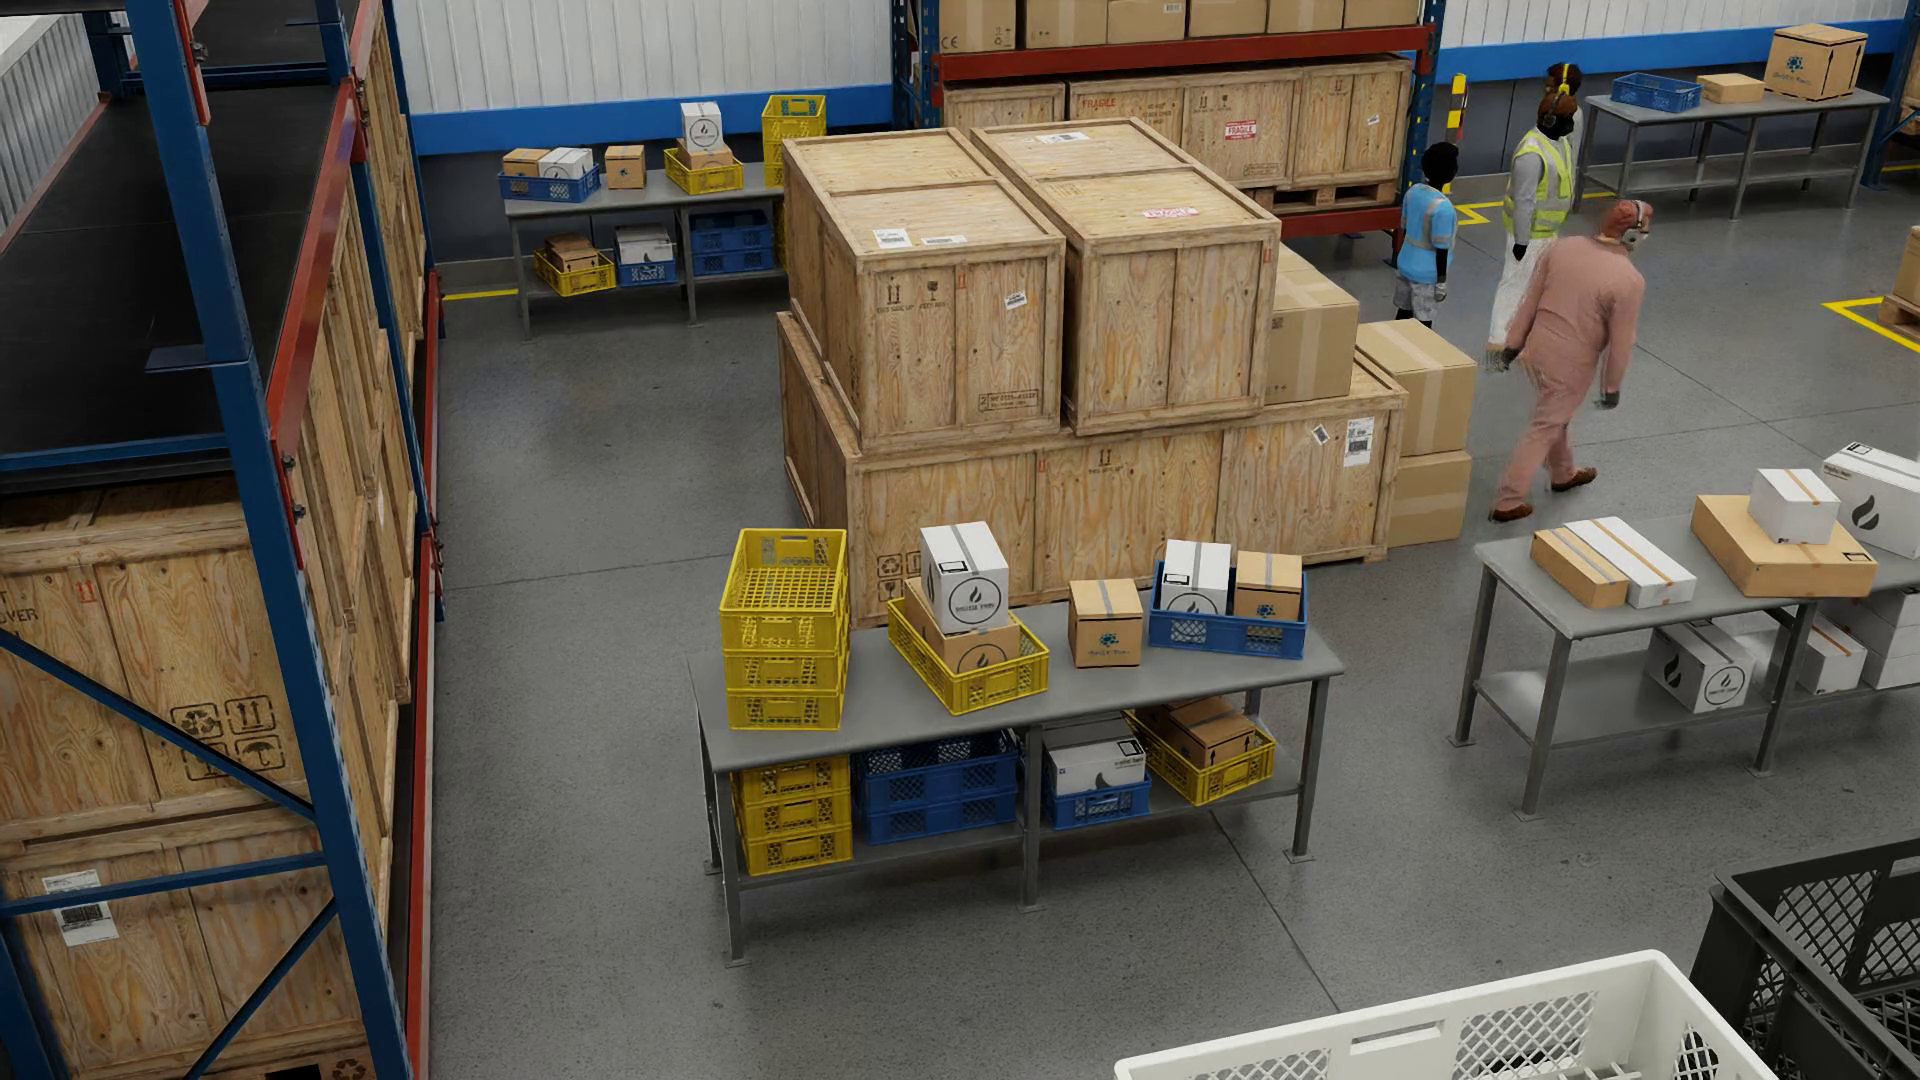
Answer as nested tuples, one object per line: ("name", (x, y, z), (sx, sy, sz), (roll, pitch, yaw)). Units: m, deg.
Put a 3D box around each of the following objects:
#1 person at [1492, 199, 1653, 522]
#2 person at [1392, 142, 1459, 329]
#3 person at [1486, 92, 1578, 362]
("person", (3.449, -1.004, 9.306), (0.956, 1.834, 0.675), (-11, 31, -20))
("person", (3.002, -1.730, 10.759), (0.319, 1.697, 0.532), (-6, 29, -11))
("person", (3.926, -2.138, 11.368), (0.430, 1.836, 0.619), (18, 33, 29))
